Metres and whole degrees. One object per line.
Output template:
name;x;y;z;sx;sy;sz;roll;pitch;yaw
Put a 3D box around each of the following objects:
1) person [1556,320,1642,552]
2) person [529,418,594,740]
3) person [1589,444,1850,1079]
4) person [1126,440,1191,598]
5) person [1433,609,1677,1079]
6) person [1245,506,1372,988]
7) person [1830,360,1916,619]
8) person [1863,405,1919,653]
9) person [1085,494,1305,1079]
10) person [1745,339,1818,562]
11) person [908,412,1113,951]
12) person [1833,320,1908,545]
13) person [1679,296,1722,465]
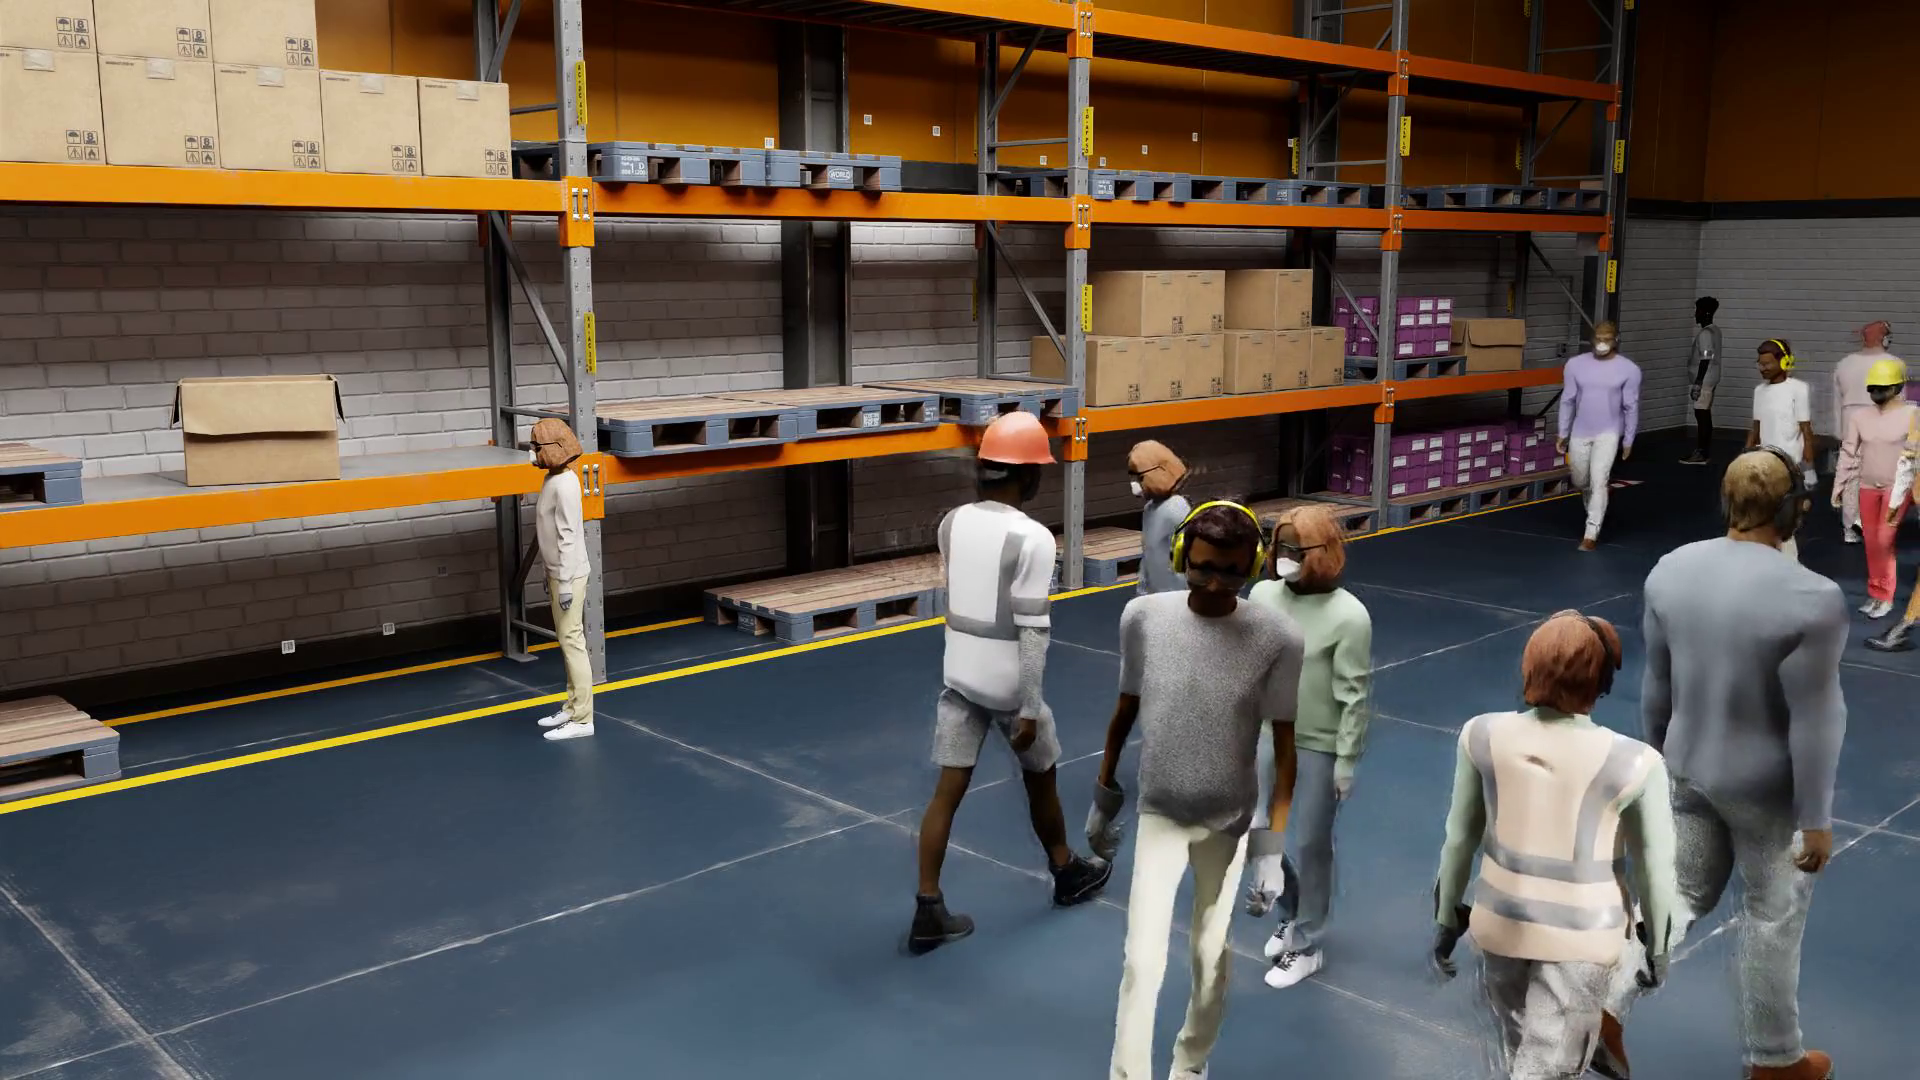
person;5.360;-0.888;13.928;0.631;1.916;0.867;7;12;36
person;-2.016;0.193;8.425;0.277;1.629;0.497;-4;10;-20
person;2.181;0.682;4.713;0.810;1.918;0.646;-4;11;-24
person;0.932;0.354;7.506;0.378;1.606;0.532;-1;10;-7
person;1.420;0.962;4.020;0.530;1.592;0.877;9;13;44
person;1.106;0.690;5.504;0.343;1.617;0.524;-8;13;-40
person;6.178;-0.332;11.152;0.621;1.737;0.592;-6;11;-32
person;6.088;-0.254;10.305;1.022;1.884;0.567;-3;10;-17
person;0.581;0.781;4.396;0.596;1.822;0.832;3;10;17
person;5.818;-0.522;11.979;0.754;1.833;0.557;-2;10;-10
person;0.161;0.483;5.970;0.568;1.884;0.985;9;13;42
person;7.627;-0.884;13.919;0.431;1.894;0.655;-5;11;-27
person;8.697;-1.865;19.476;0.366;1.965;0.607;6;12;33
